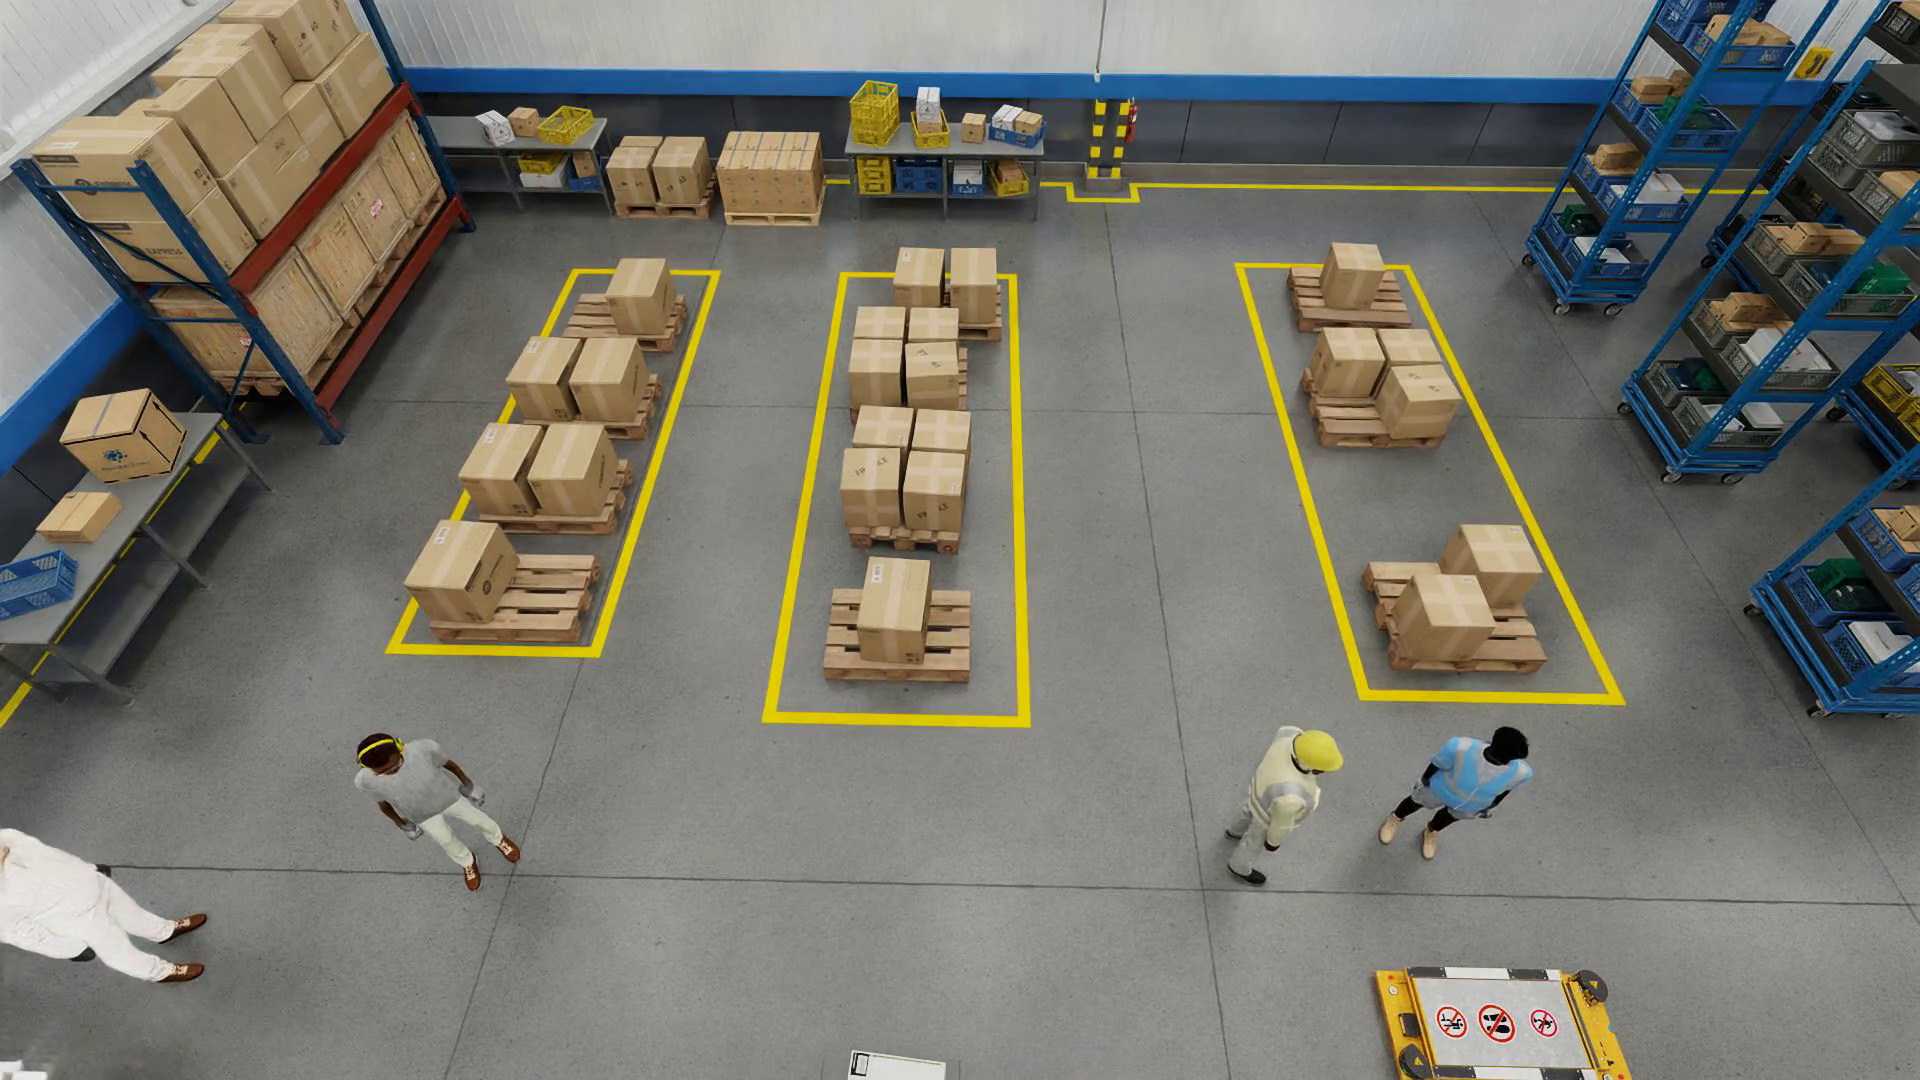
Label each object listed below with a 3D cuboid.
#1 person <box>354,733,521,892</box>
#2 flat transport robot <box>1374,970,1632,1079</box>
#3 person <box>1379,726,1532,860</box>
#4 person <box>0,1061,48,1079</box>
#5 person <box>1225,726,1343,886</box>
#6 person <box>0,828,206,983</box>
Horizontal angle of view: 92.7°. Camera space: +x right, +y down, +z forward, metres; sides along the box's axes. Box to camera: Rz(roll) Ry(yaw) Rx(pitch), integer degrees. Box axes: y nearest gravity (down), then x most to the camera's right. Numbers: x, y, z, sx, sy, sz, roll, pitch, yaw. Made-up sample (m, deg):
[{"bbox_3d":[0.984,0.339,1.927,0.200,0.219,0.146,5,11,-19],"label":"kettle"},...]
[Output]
[{"bbox_3d":[-3.428,1.755,6.017,0.512,1.865,0.329,-33,58,-24],"label":"person"},{"bbox_3d":[3.501,3.133,5.914,1.431,0.197,0.652,1,51,1],"label":"flat transport robot"},{"bbox_3d":[3.351,1.694,6.170,0.538,1.698,0.320,19,53,15],"label":"person"},{"bbox_3d":[-5.161,3.078,4.917,0.602,1.897,0.465,13,52,11],"label":"person"},{"bbox_3d":[2.097,1.736,6.052,0.404,1.829,0.600,10,51,8],"label":"person"},{"bbox_3d":[-5.374,2.235,5.597,0.409,1.908,0.652,-19,53,-15],"label":"person"}]
